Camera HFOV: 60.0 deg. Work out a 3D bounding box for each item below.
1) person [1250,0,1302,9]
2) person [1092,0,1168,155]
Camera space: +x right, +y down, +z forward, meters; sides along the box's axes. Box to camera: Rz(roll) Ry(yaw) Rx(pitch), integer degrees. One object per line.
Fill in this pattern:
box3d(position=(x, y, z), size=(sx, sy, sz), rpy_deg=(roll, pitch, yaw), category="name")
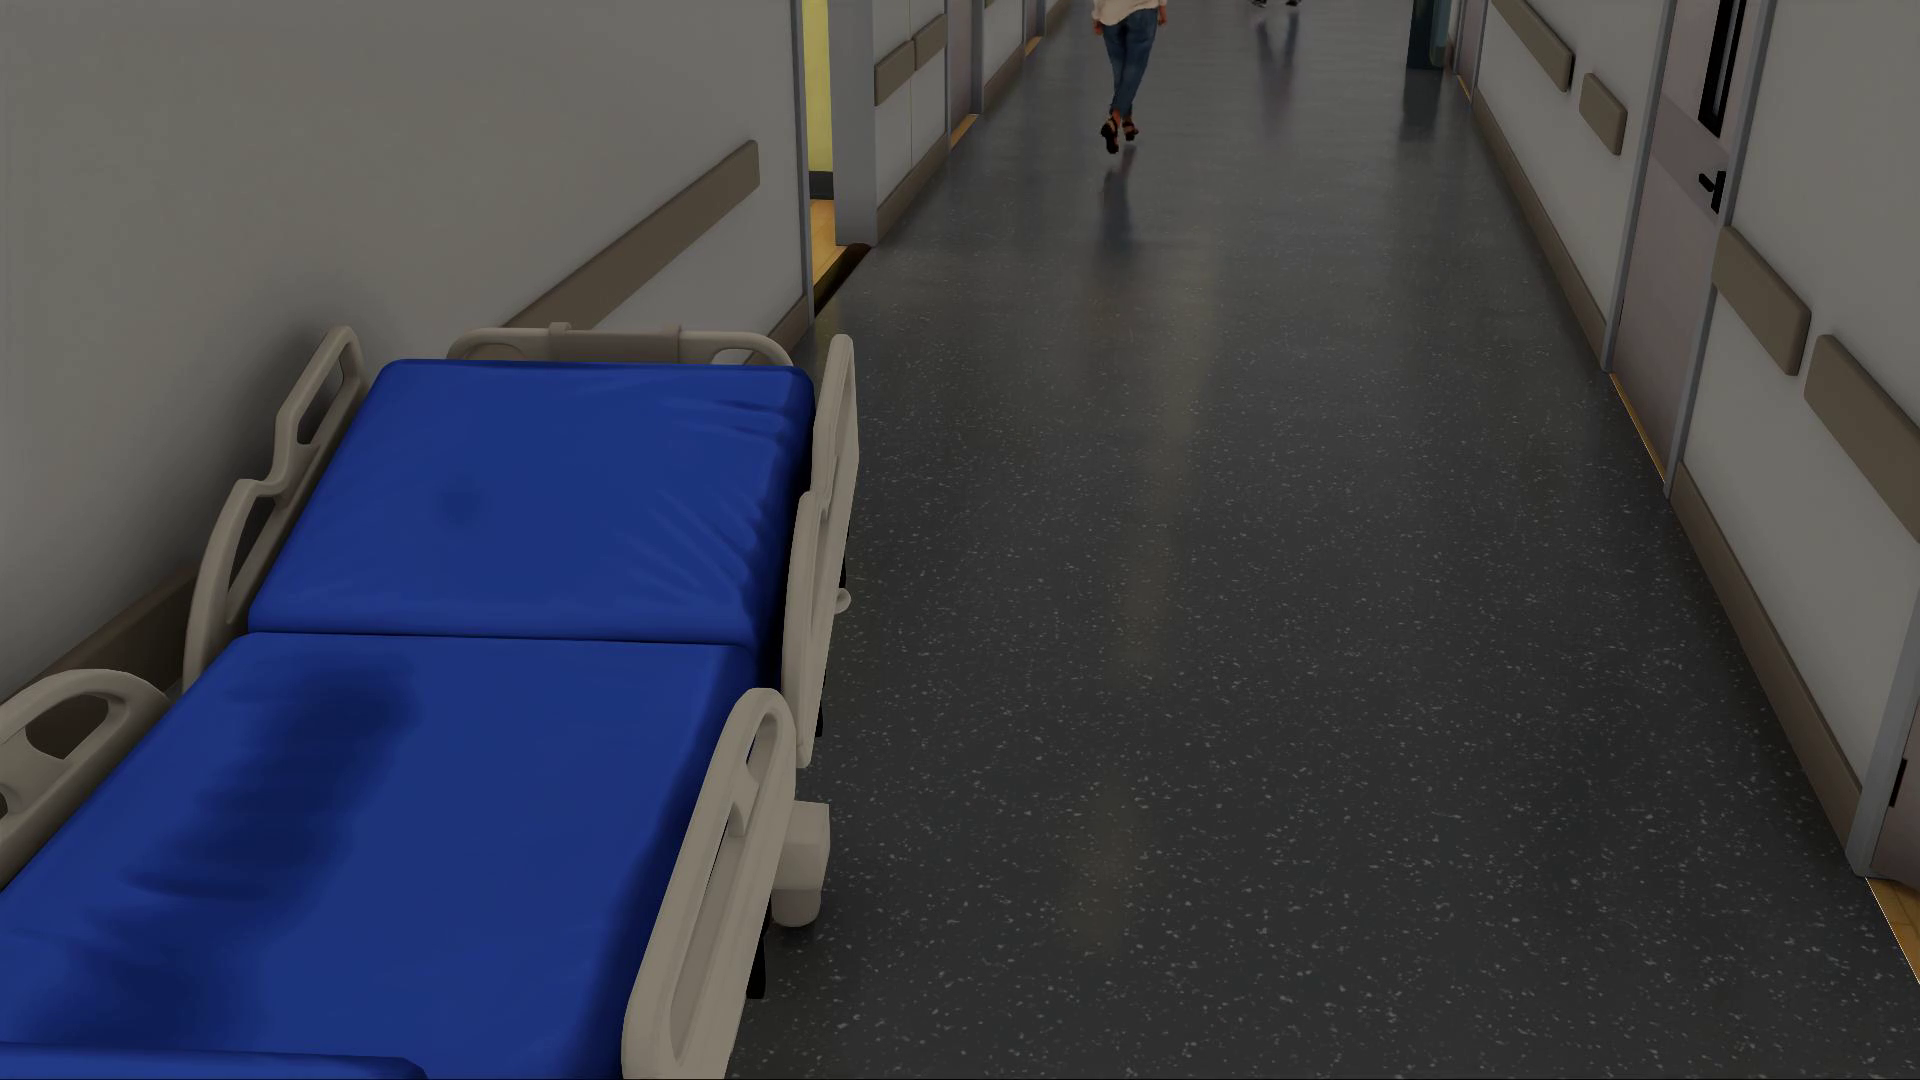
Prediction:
box3d(position=(3.238, -5.950, 16.139), size=(0.986, 1.528, 0.900), rpy_deg=(20, 32, 35), category="person")
box3d(position=(1.028, -3.239, 10.384), size=(1.059, 1.645, 0.821), rpy_deg=(11, 28, 21), category="person")
